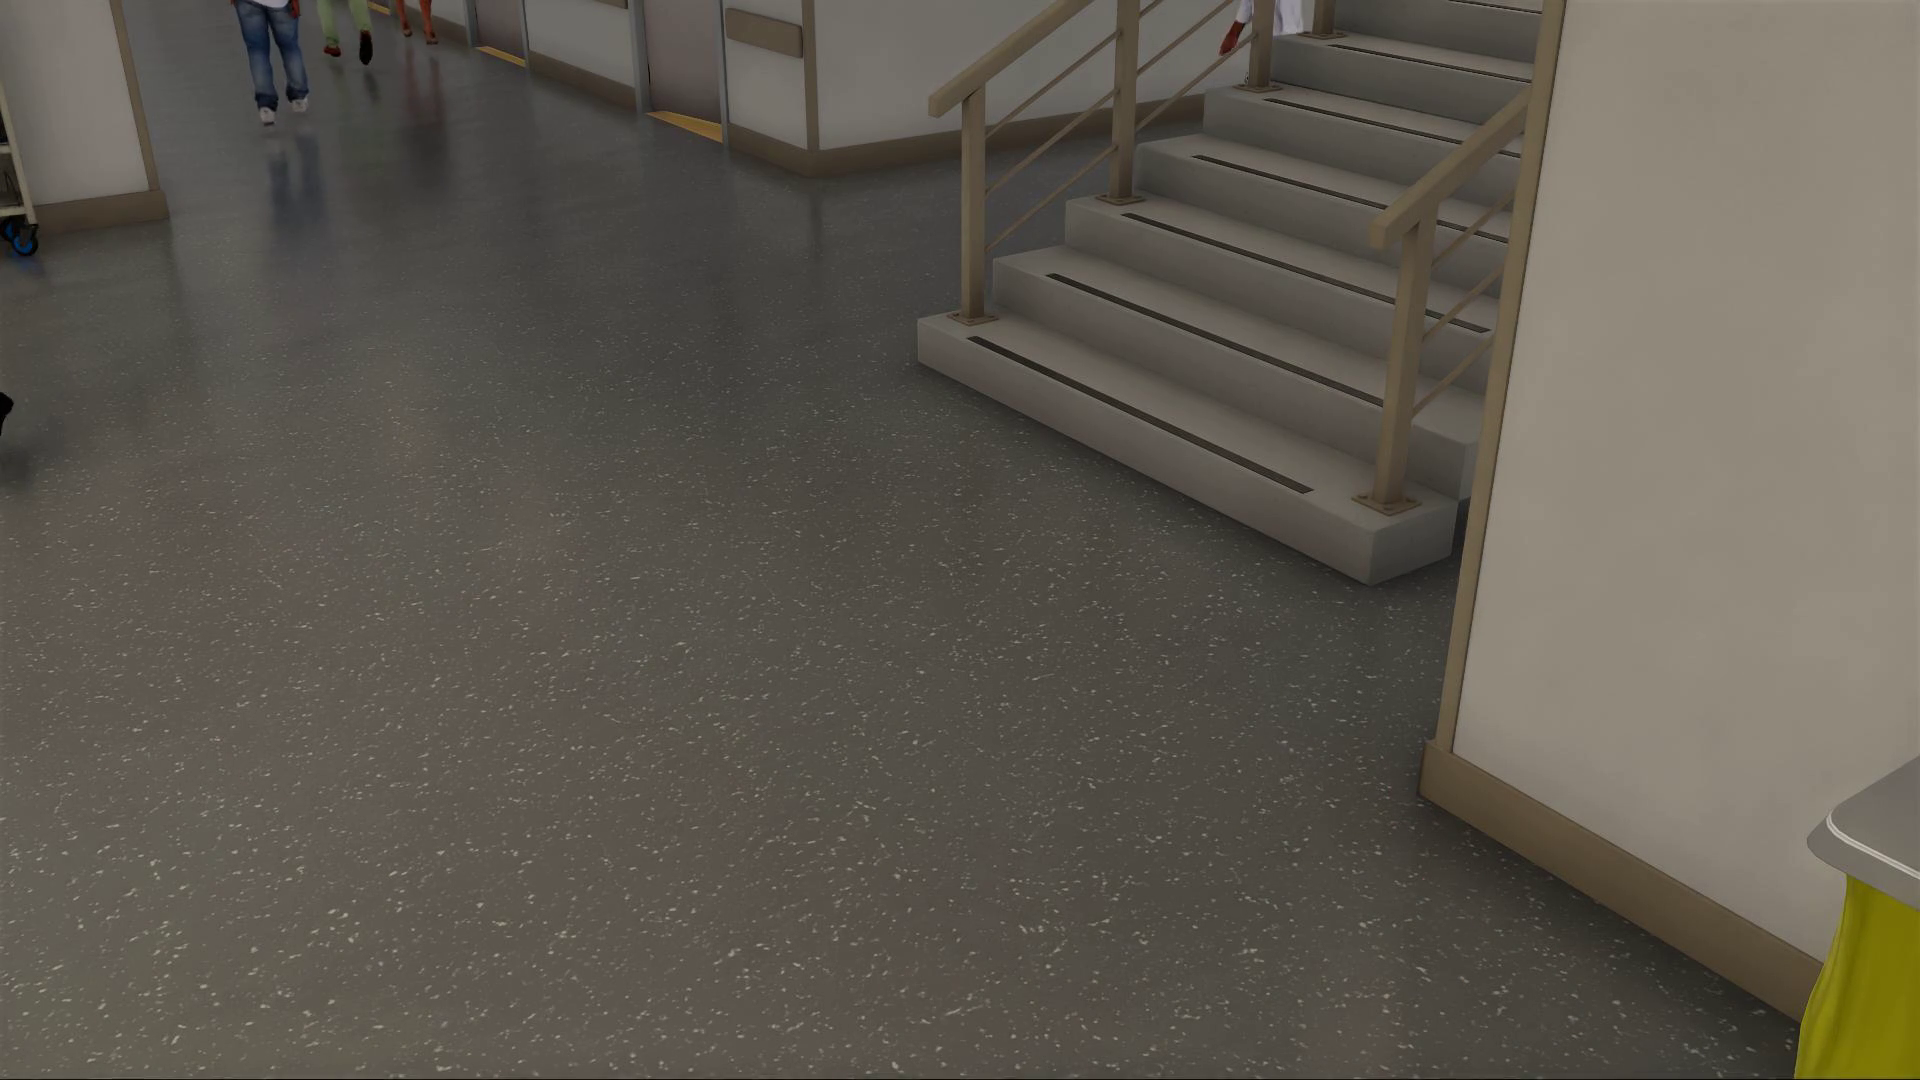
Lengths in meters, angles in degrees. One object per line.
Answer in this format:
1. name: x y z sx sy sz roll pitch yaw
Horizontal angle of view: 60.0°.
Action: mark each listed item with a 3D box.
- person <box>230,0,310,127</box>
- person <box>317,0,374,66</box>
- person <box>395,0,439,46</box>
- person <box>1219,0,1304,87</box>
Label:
1. person: -4.736 -3.679 11.234 1.211 1.771 0.974 -7 27 -14
2. person: -5.071 -4.797 13.476 1.155 1.838 0.797 -14 29 -26
3. person: -4.828 -5.103 14.393 0.981 1.592 0.696 -14 29 -27
4. person: 1.883 -2.858 9.545 1.193 1.760 1.013 -1 26 -2
